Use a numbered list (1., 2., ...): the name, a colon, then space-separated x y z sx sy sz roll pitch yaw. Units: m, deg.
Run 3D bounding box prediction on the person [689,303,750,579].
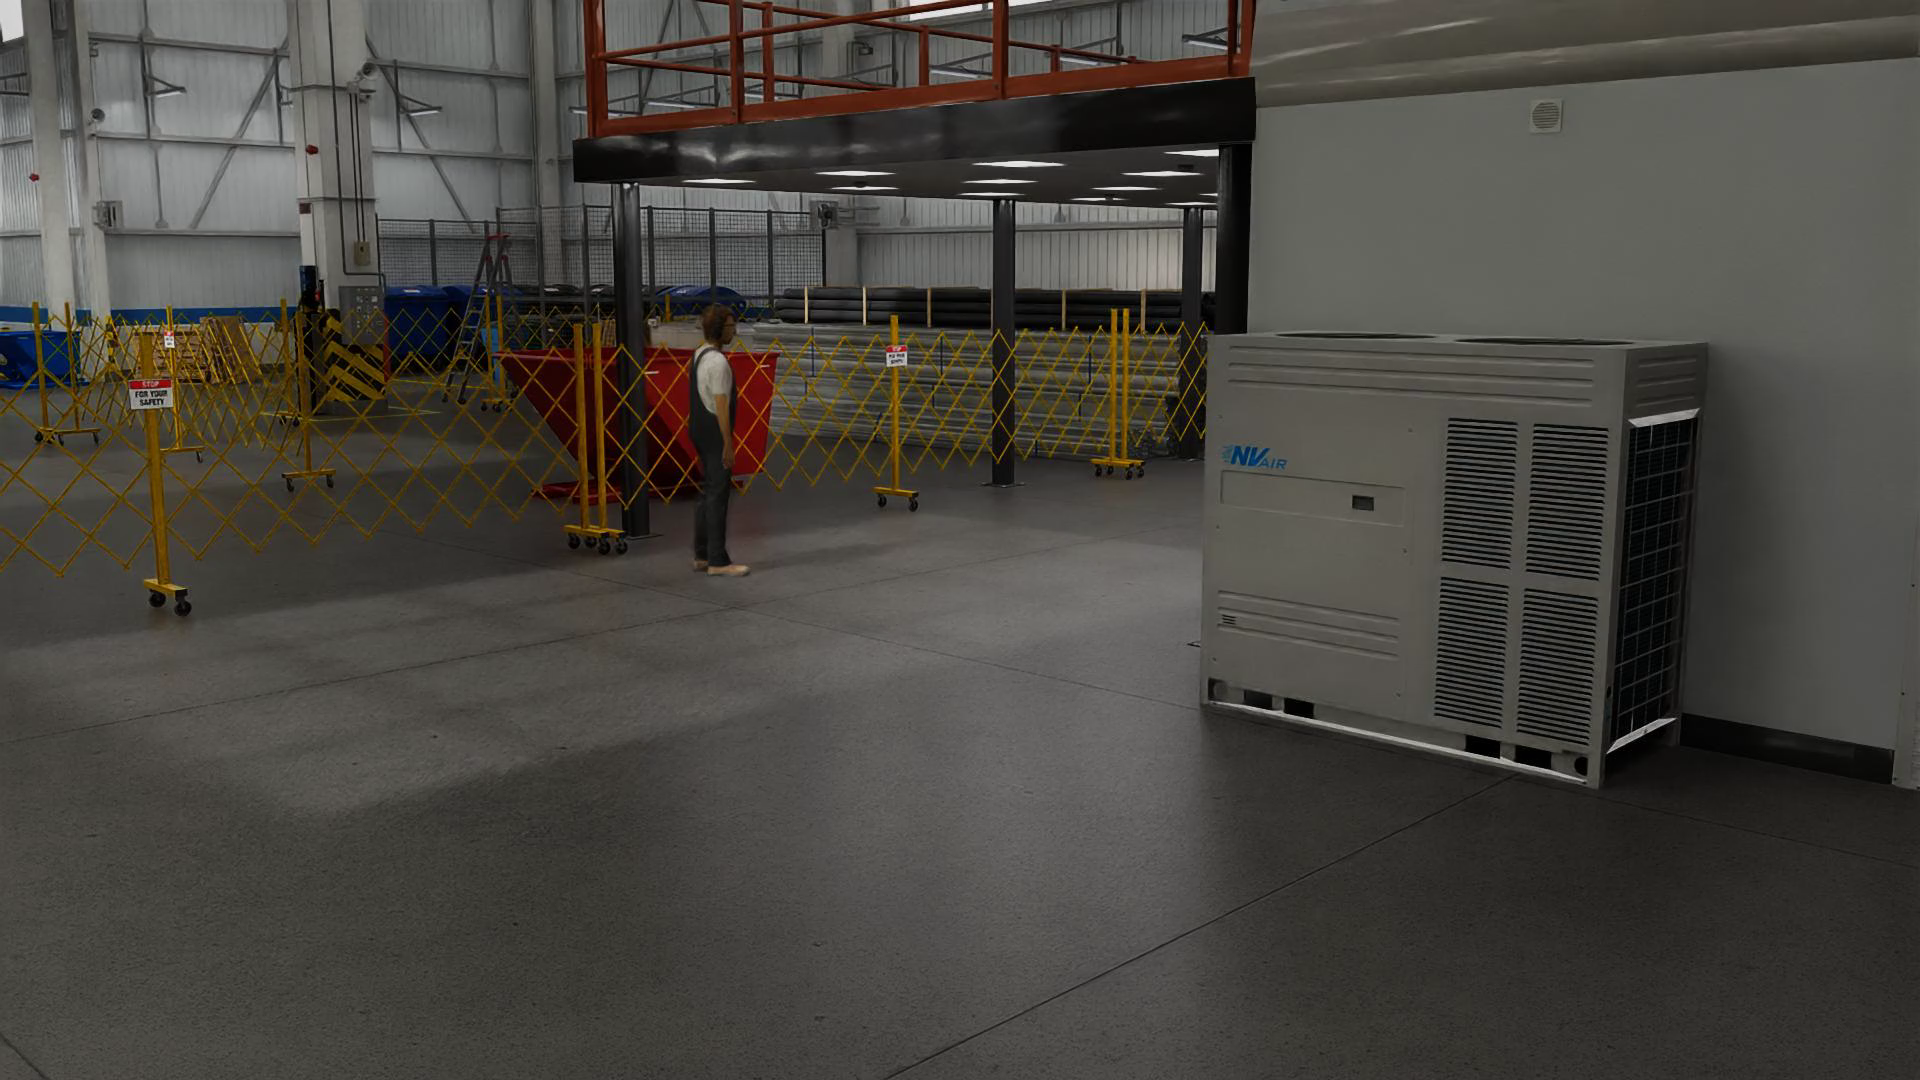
1. person: -1.643 -0.663 11.179 0.328 1.842 0.515 -5 10 -27
